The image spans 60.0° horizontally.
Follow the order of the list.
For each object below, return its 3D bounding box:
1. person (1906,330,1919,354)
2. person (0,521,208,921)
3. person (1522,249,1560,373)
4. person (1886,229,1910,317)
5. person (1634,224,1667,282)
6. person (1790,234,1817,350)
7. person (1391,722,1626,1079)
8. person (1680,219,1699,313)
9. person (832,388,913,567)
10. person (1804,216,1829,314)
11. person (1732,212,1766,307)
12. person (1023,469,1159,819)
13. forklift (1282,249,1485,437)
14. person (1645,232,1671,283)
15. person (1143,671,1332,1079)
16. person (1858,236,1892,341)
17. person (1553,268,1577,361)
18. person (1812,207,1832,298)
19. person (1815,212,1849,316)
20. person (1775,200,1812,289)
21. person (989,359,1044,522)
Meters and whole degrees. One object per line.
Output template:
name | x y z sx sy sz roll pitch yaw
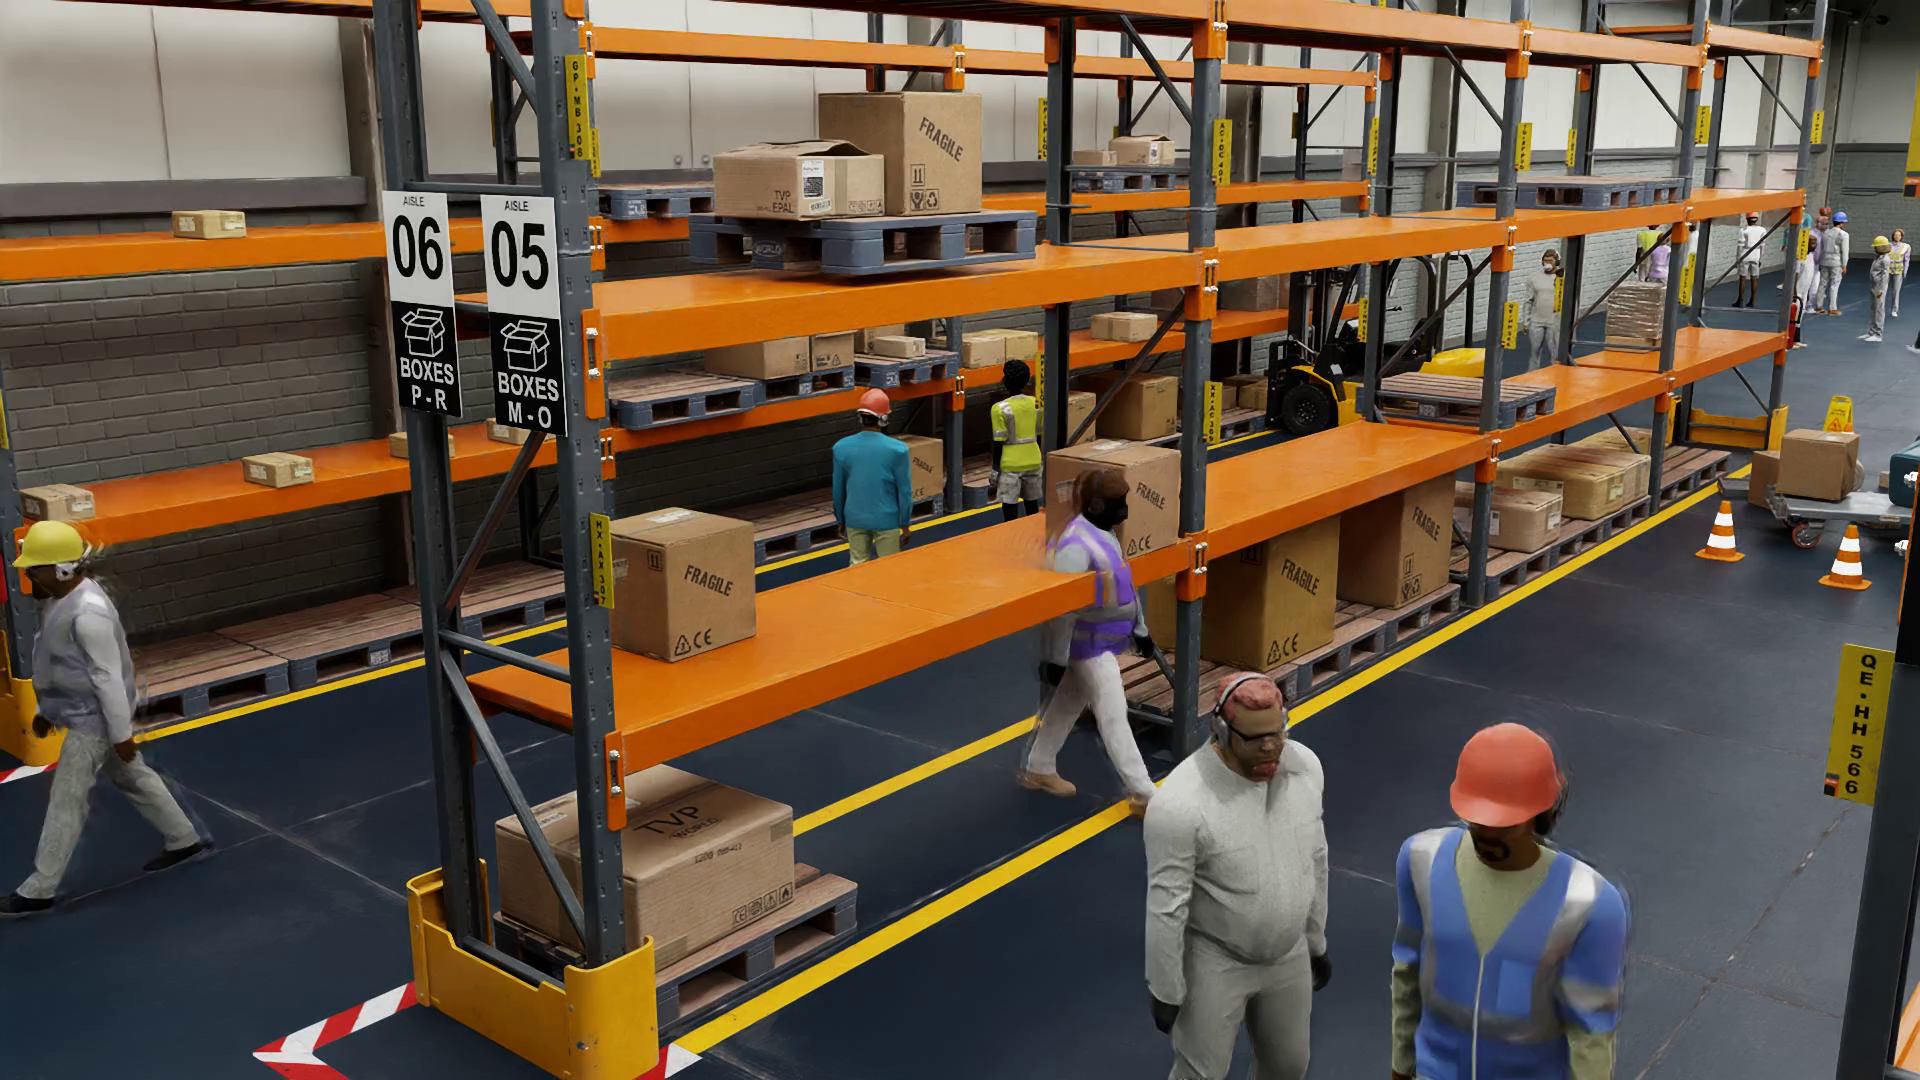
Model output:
person | 15.192 -3.757 25.829 0.551 1.814 0.952 -4 14 -17
person | -3.943 0.770 7.496 0.961 1.783 0.600 -10 17 -34
person | 7.722 -2.852 21.892 0.635 1.937 0.353 9 17 33
person | 17.627 -5.049 31.444 0.514 1.645 0.308 8 16 29
person | 13.308 -5.310 32.089 0.569 1.844 0.378 1 14 4
person | 13.478 -3.972 26.674 0.503 1.837 0.350 -11 18 -38
person | 1.315 1.447 4.255 0.612 1.998 0.990 10 17 35
person | 14.068 -5.273 31.916 0.416 1.865 0.605 9 16 31
person | -0.582 -0.155 11.288 0.564 1.752 0.339 4 14 16
person | 16.309 -5.289 32.002 0.679 1.878 0.667 -13 19 -42
person | 15.669 -5.589 33.048 0.543 1.934 0.362 0 14 -2
person | 0.729 0.522 8.477 0.957 1.796 0.618 5 15 19
forklift | 4.886 -2.214 18.767 2.313 2.155 1.214 11 18 38
person | 12.810 -4.802 30.456 0.518 1.636 0.312 8 16 30
person | 0.867 1.289 5.141 0.659 1.888 0.407 -7 16 -27
person | 15.290 -4.187 27.751 0.311 1.735 0.484 3 14 11
person | 7.125 -2.280 19.706 0.309 1.868 0.535 5 15 19
person | 18.140 -6.059 35.067 0.356 1.883 0.574 3 14 12
person | 16.596 -5.246 31.618 0.396 1.946 0.617 -6 15 -23
person | 18.419 -6.543 36.708 0.383 2.043 0.630 -7 15 -26
person | 0.448 -0.577 13.126 0.534 1.697 0.322 -11 17 -37
